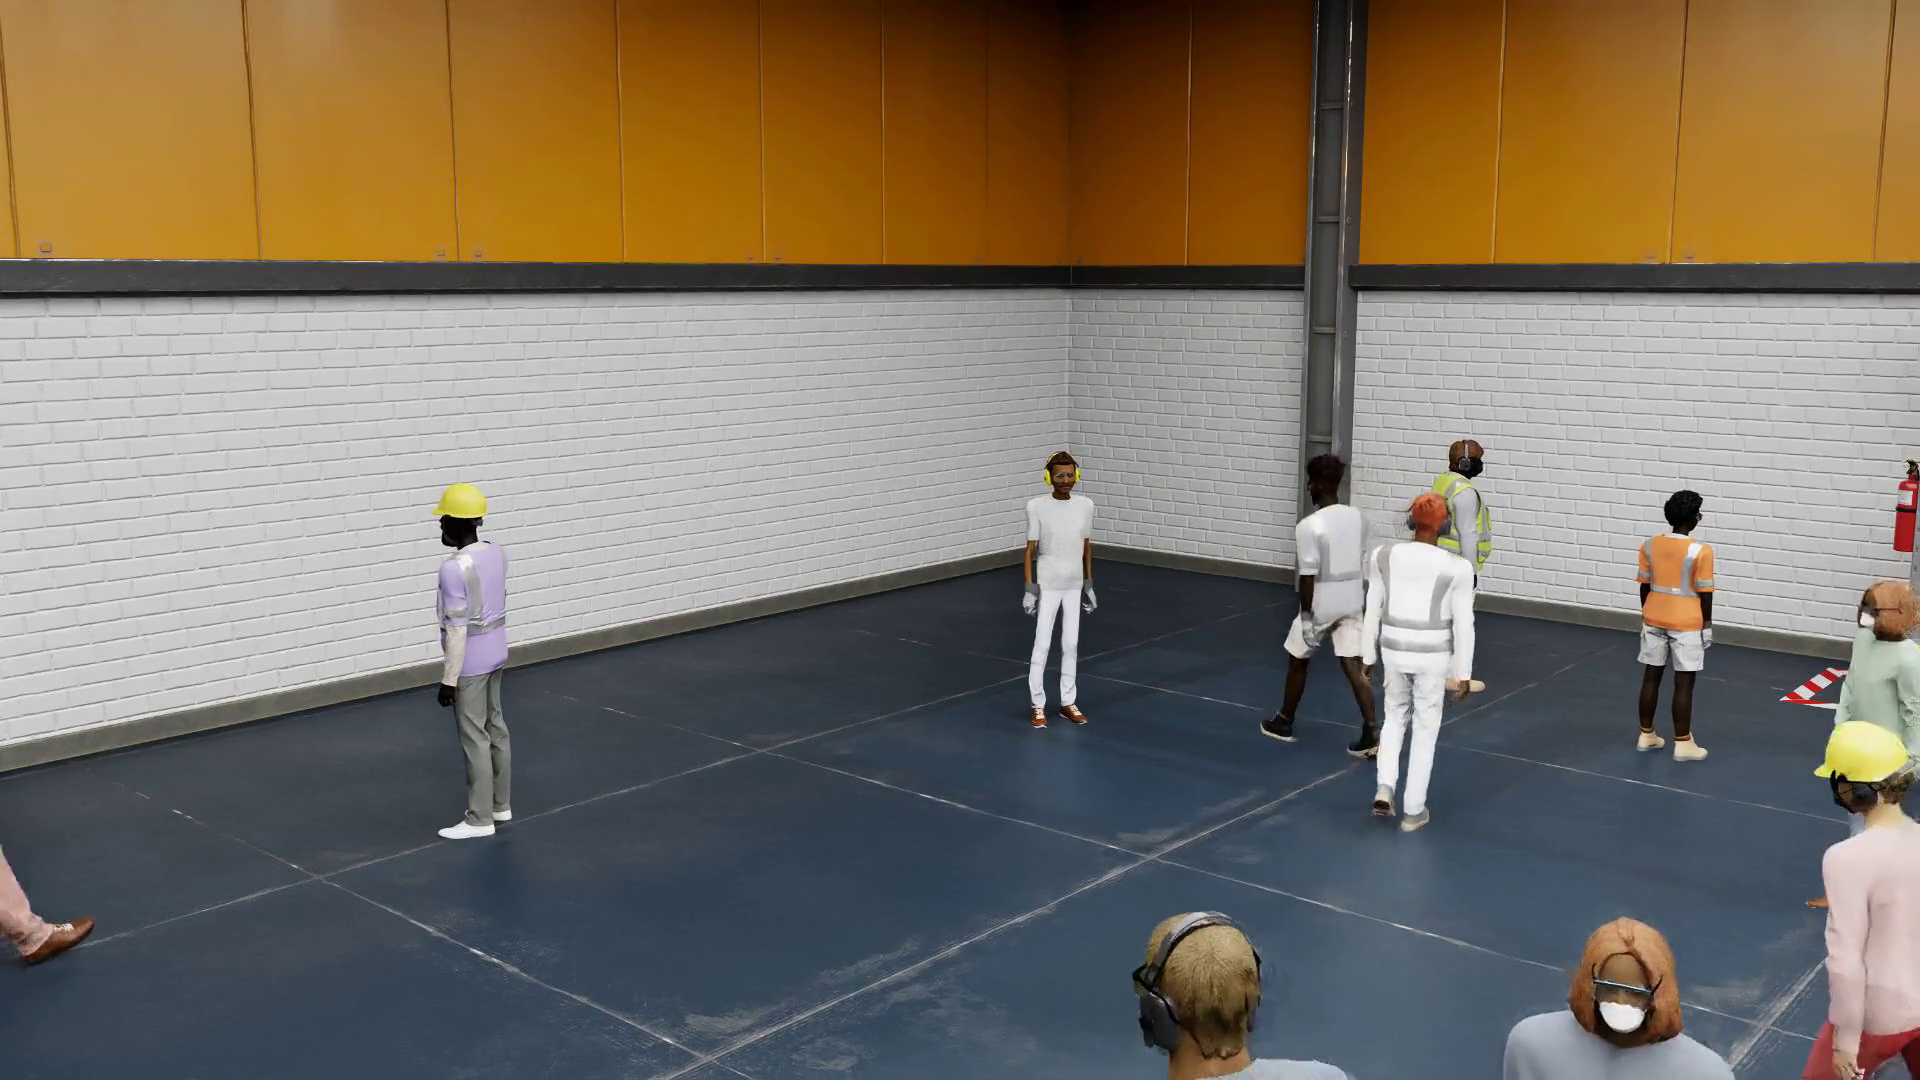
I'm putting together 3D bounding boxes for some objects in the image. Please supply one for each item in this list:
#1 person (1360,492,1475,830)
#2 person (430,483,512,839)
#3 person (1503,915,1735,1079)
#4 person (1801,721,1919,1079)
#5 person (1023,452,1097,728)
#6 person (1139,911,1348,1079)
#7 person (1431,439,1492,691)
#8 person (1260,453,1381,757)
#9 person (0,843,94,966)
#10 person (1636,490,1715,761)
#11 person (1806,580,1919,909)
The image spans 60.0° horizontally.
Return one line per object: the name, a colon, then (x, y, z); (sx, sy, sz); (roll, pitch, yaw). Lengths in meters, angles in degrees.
person: (2.500, 0.664, 9.074); (0.617, 1.871, 0.408); (6, 11, 35)
person: (-2.635, 0.650, 8.980); (0.354, 1.930, 0.587); (2, 9, 9)
person: (1.513, 1.623, 3.901); (0.506, 1.606, 0.793); (5, 10, 27)
person: (2.776, 1.404, 4.985); (0.587, 1.703, 0.956); (-3, 10, -20)
person: (0.676, 0.328, 11.197); (0.533, 1.868, 0.310); (-3, 10, -20)
person: (0.432, 1.598, 3.024); (0.649, 1.929, 0.443); (-5, 10, -27)
person: (3.675, 0.178, 12.224); (0.429, 1.842, 0.636); (0, 9, -2)
person: (2.346, 0.404, 10.568); (0.615, 1.928, 0.966); (-4, 10, -25)
person: (-4.356, 0.998, 7.067); (0.655, 1.845, 0.989); (7, 12, 39)
person: (4.499, 0.531, 10.458); (0.321, 1.697, 0.529); (-5, 10, -29)
person: (4.445, 0.975, 7.920); (0.666, 1.613, 0.494); (0, 9, 3)
